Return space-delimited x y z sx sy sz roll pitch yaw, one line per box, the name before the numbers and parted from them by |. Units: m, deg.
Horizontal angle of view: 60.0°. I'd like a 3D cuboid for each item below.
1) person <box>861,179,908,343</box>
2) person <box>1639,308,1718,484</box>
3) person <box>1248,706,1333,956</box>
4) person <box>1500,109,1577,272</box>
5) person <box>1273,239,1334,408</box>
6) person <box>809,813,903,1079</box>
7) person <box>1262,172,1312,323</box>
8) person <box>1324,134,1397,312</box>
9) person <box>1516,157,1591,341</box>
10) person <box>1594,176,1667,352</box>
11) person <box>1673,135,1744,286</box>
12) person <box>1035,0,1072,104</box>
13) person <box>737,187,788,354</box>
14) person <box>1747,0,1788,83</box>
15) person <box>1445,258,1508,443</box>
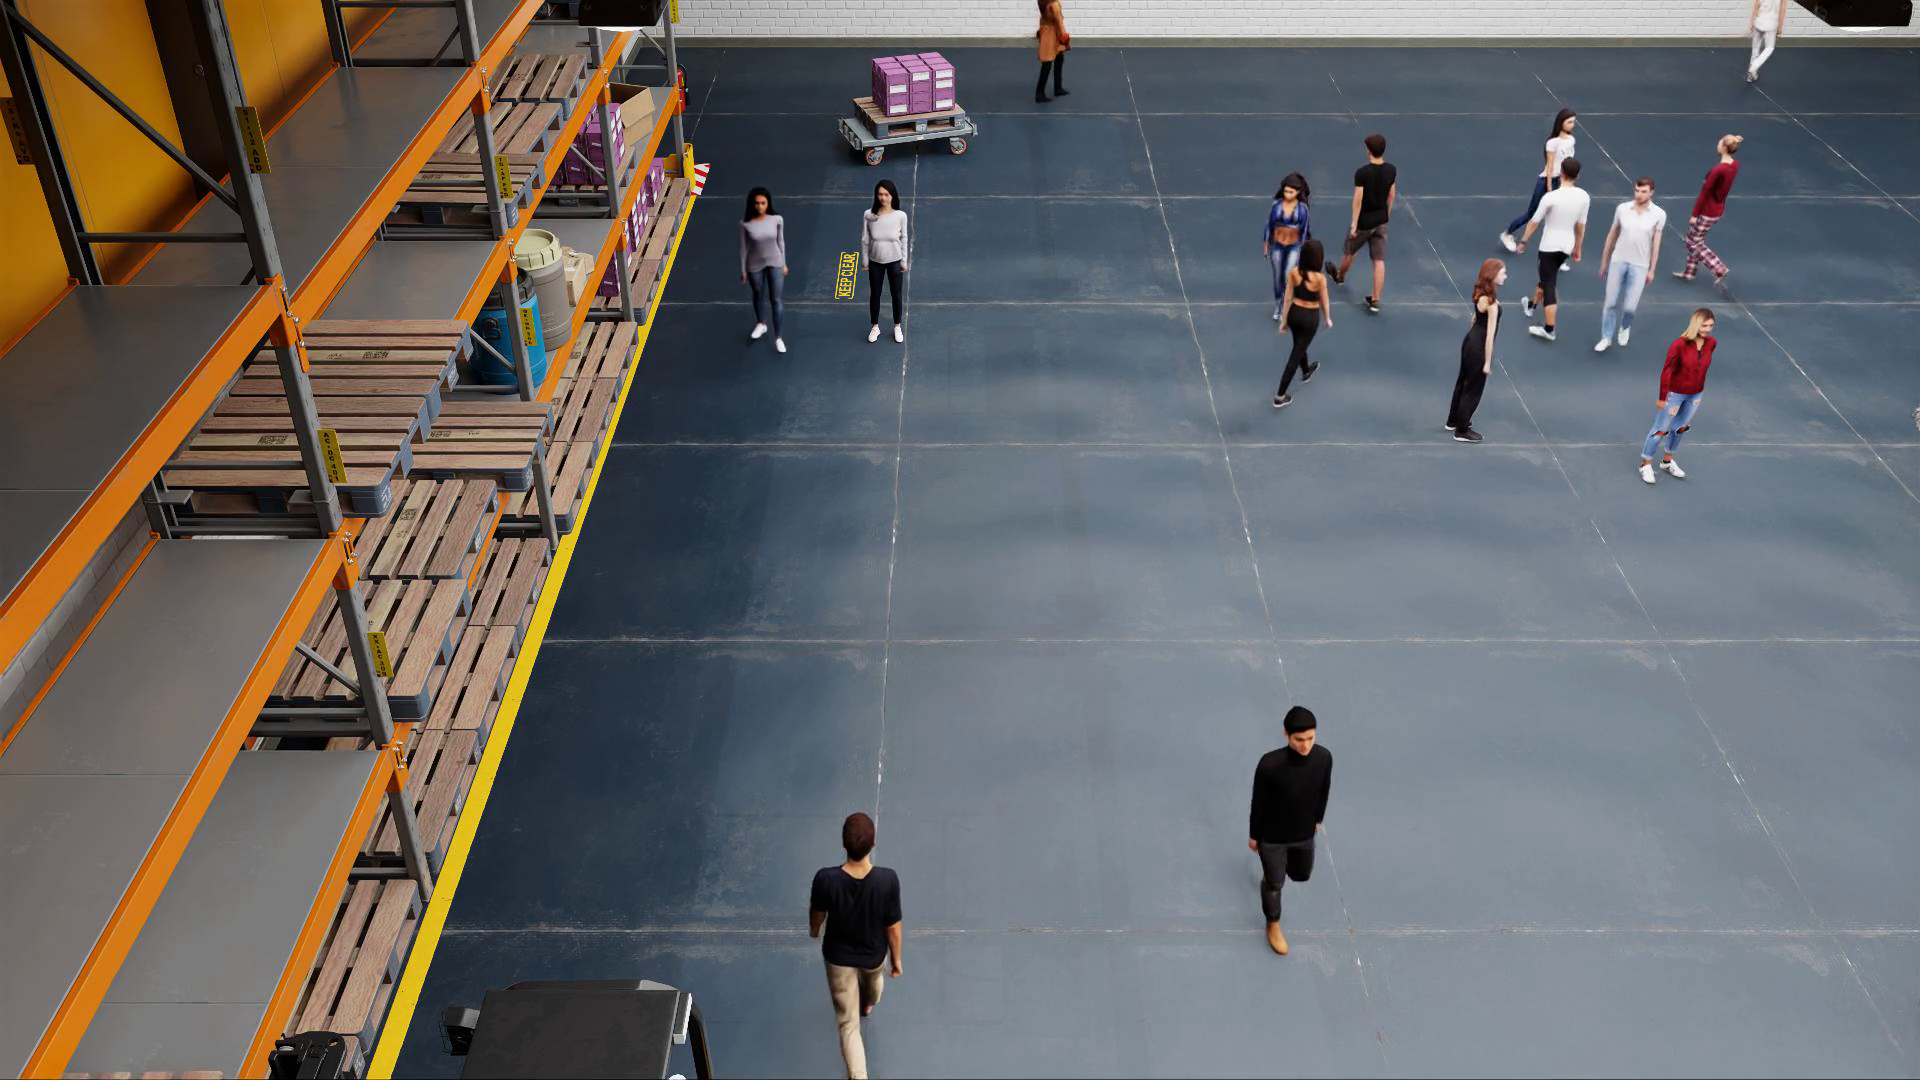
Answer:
person | -0.745 -2.813 16.740 0.608 1.700 0.539 0 34 1
person | 6.287 -1.275 14.486 0.657 1.634 0.606 -10 35 -14
person | 1.944 1.672 9.985 0.757 1.707 0.938 -6 34 -10
person | 6.401 -3.879 18.313 0.986 1.733 1.215 -19 38 -26
person | 3.177 -1.995 15.599 0.987 1.601 1.099 25 41 33
person | -0.548 2.311 8.942 0.817 1.797 1.235 -7 34 -10
person | 3.376 -3.028 17.143 0.735 1.611 0.750 14 36 20
person | 4.308 -3.255 17.308 0.955 1.806 1.287 -9 35 -13
person | 6.053 -2.892 16.752 0.874 1.817 1.137 -10 35 -14
person | 6.671 -2.750 16.521 0.825 1.837 0.872 21 39 28
person | 8.067 -3.484 17.768 0.899 1.679 0.967 -26 42 -34
person | 1.164 -6.814 22.752 0.863 1.708 0.807 -9 35 -13
person | -1.966 -2.758 16.656 0.733 1.701 0.972 -3 34 -5
person | 11.357 -7.274 23.487 0.869 1.661 0.809 -28 43 -35
person | 4.679 -1.730 15.072 0.636 1.743 0.457 -1 34 -2
